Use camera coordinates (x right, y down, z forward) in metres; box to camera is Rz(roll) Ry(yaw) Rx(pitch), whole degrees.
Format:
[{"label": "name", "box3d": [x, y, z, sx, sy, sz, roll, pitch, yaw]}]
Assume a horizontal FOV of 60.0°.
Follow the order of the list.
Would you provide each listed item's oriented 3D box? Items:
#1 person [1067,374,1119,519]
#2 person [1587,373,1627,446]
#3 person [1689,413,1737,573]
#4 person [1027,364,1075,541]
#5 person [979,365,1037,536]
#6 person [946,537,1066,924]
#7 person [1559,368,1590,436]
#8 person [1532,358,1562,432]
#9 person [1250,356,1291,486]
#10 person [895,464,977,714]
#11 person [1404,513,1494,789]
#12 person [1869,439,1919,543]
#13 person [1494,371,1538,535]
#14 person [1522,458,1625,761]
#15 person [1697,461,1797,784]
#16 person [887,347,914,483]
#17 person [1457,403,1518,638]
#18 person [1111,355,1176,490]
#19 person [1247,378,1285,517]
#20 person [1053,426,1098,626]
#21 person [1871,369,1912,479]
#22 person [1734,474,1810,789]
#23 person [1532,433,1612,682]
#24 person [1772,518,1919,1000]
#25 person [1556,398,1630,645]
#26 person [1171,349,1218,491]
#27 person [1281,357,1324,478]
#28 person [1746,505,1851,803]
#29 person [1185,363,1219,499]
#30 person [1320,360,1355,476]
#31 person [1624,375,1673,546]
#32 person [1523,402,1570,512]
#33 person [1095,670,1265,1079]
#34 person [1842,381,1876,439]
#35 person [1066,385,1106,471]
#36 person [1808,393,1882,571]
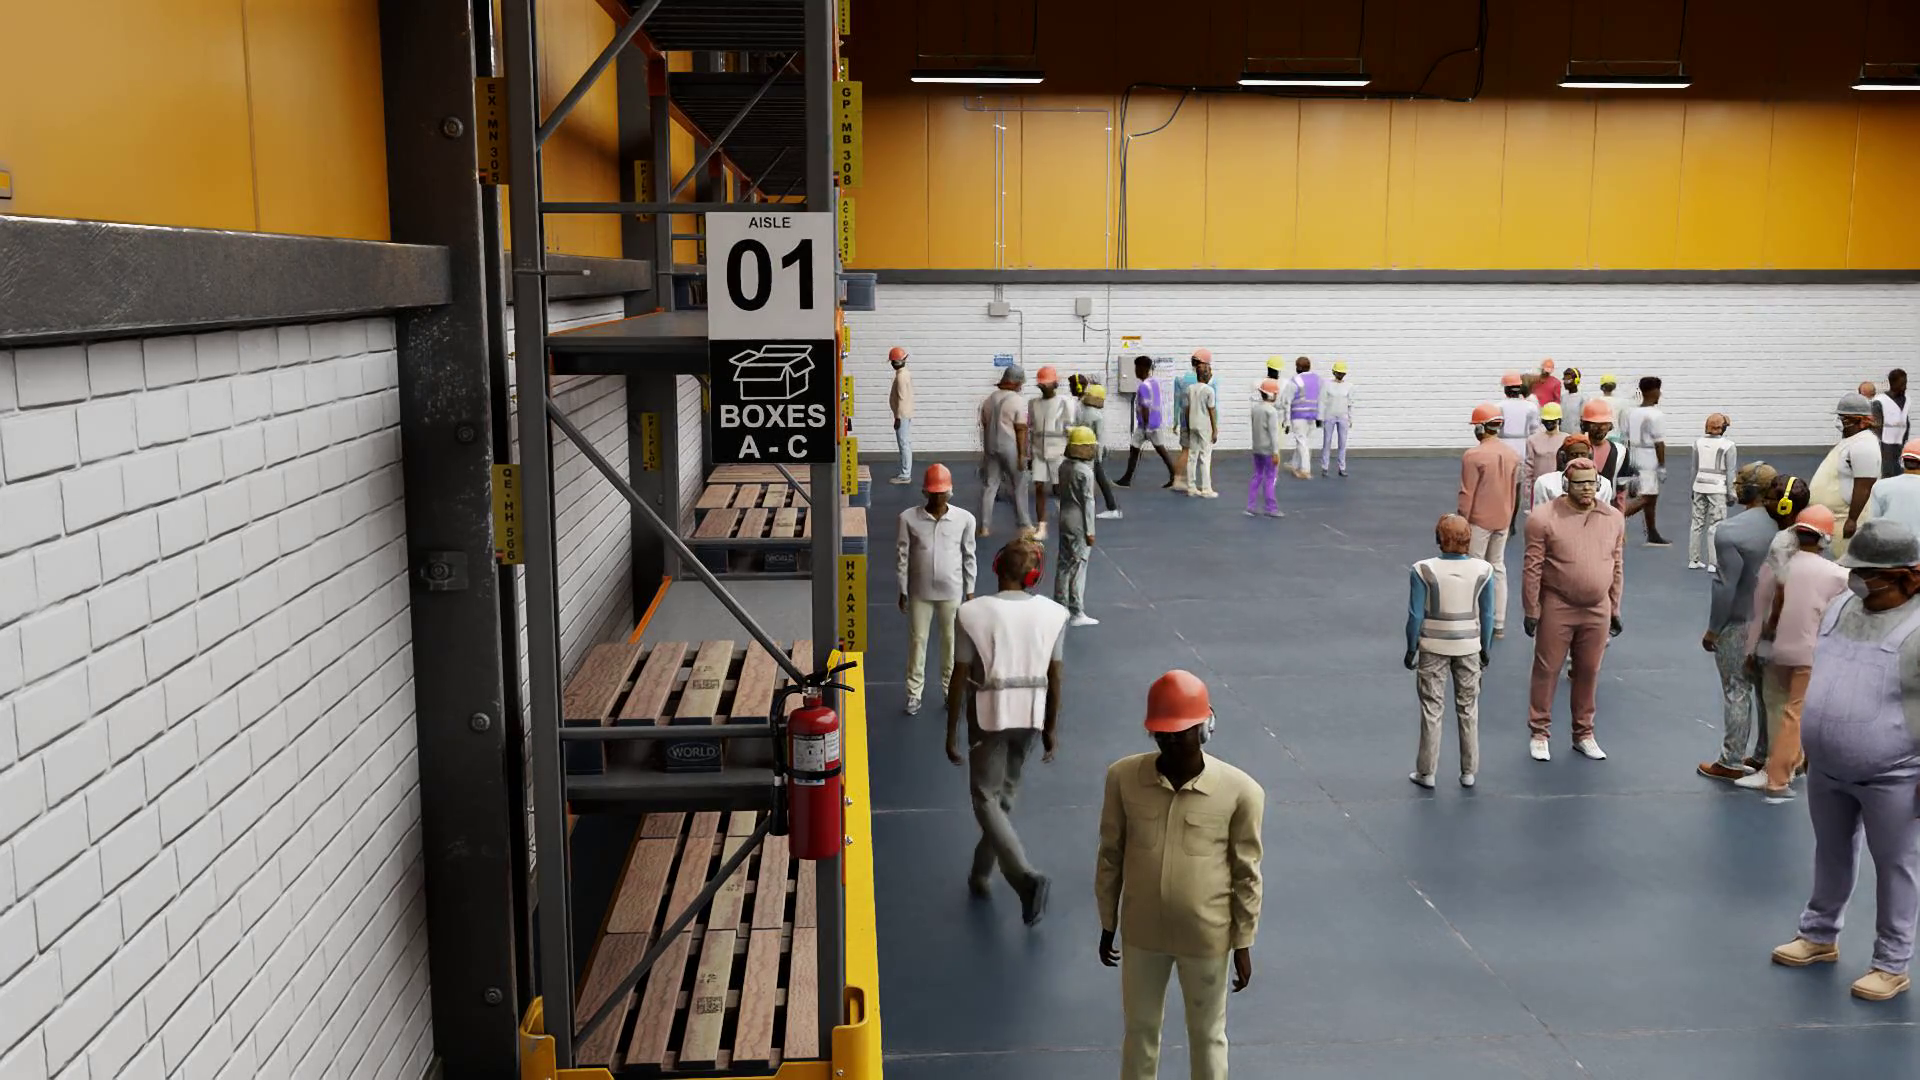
[{"label": "person", "box3d": [1.605, -1.150, 20.640, 0.834, 1.812, 0.511, 2, 9, 13]}, {"label": "person", "box3d": [8.733, -1.389, 22.435, 0.533, 1.727, 0.903, 1, 9, 9]}, {"label": "person", "box3d": [7.684, -0.478, 17.007, 0.312, 1.634, 0.514, -5, 10, -26]}, {"label": "person", "box3d": [1.054, -1.009, 19.108, 0.621, 2.027, 0.729, 5, 10, 28]}, {"label": "person", "box3d": [0.539, -1.052, 19.325, 0.709, 2.000, 0.661, 9, 13, 44]}, {"label": "person", "box3d": [0.246, 0.894, 7.884, 0.597, 1.800, 0.793, -4, 10, -22]}, {"label": "person", "box3d": [7.796, -1.262, 21.229, 0.313, 1.857, 0.508, -4, 10, -21]}, {"label": "person", "box3d": [9.361, -2.065, 26.697, 0.581, 1.709, 0.564, 6, 11, 31]}, {"label": "person", "box3d": [4.438, -1.692, 23.832, 0.566, 1.868, 0.861, 2, 9, 11]}, {"label": "person", "box3d": [-0.164, 0.338, 11.499, 0.564, 1.749, 0.345, 0, 9, -2]}, {"label": "person", "box3d": [2.886, 0.660, 9.825, 0.524, 1.639, 0.308, 0, 9, -1]}, {"label": "person", "box3d": [7.500, 0.072, 13.167, 0.341, 1.747, 0.575, -9, 12, -43]}, {"label": "person", "box3d": [6.468, -1.014, 19.478, 0.615, 1.922, 0.498, 1, 9, 9]}, {"label": "person", "box3d": [3.843, 0.436, 10.399, 0.653, 1.906, 0.408, -1, 9, -4]}, {"label": "person", "box3d": [4.715, 0.495, 9.934, 0.628, 1.939, 0.373, -3, 10, -20]}, {"label": "person", "box3d": [-0.870, -1.817, 24.297, 0.393, 1.985, 0.611, 1, 9, 5]}, {"label": "person", "box3d": [4.366, -0.150, 13.860, 0.623, 1.982, 0.417, -5, 10, -30]}, {"label": "person", "box3d": [2.680, -1.652, 23.527, 1.042, 1.916, 0.610, 5, 11, 30]}, {"label": "person", "box3d": [3.852, -1.149, 20.881, 0.359, 1.759, 0.571, -3, 10, -18]}, {"label": "person", "box3d": [1.028, -0.121, 14.436, 0.313, 1.736, 0.485, -5, 10, -29]}, {"label": "person", "box3d": [11.377, -1.152, 20.378, 0.615, 1.895, 0.478, -4, 10, -23]}, {"label": "person", "box3d": [4.822, 0.544, 9.825, 0.328, 1.876, 0.514, 7, 12, 39]}, {"label": "person", "box3d": [4.486, 0.153, 12.252, 0.573, 1.883, 0.355, 1, 9, 3]}, {"label": "person", "box3d": [3.828, 0.905, 7.033, 0.536, 2.000, 0.681, -4, 10, -21]}, {"label": "person", "box3d": [5.157, -0.141, 13.593, 0.607, 2.045, 0.390, 0, 9, -2]}, {"label": "person", "box3d": [3.287, -1.643, 23.177, 0.633, 2.013, 0.449, 3, 10, 19]}, {"label": "person", "box3d": [5.091, -1.844, 25.058, 0.640, 1.816, 0.780, -6, 11, -31]}, {"label": "person", "box3d": [4.948, 0.645, 9.703, 0.848, 1.707, 0.577, -6, 11, -35]}, {"label": "person", "box3d": [3.289, -1.482, 22.654, 0.344, 1.839, 0.504, -8, 12, -42]}, {"label": "person", "box3d": [5.691, -1.829, 25.096, 0.526, 1.761, 0.342, 0, 9, -1]}, {"label": "person", "box3d": [7.567, -0.866, 18.478, 0.852, 1.941, 0.611, -1, 9, -3]}, {"label": "person", "box3d": [5.991, -0.527, 16.914, 0.518, 1.756, 0.342, 5, 10, 28]}, {"label": "person", "box3d": [0.715, 1.287, 5.535, 0.563, 1.751, 0.330, 3, 10, 20]}, {"label": "person", "box3d": [11.910, -1.269, 21.927, 0.521, 1.645, 0.306, 4, 10, 26]}, {"label": "person", "box3d": [1.549, -1.044, 20.322, 0.471, 1.696, 0.539, -8, 12, -42]}, {"label": "person", "box3d": [7.577, -0.250, 14.288, 0.537, 2.000, 0.682, 3, 10, 18]}]
